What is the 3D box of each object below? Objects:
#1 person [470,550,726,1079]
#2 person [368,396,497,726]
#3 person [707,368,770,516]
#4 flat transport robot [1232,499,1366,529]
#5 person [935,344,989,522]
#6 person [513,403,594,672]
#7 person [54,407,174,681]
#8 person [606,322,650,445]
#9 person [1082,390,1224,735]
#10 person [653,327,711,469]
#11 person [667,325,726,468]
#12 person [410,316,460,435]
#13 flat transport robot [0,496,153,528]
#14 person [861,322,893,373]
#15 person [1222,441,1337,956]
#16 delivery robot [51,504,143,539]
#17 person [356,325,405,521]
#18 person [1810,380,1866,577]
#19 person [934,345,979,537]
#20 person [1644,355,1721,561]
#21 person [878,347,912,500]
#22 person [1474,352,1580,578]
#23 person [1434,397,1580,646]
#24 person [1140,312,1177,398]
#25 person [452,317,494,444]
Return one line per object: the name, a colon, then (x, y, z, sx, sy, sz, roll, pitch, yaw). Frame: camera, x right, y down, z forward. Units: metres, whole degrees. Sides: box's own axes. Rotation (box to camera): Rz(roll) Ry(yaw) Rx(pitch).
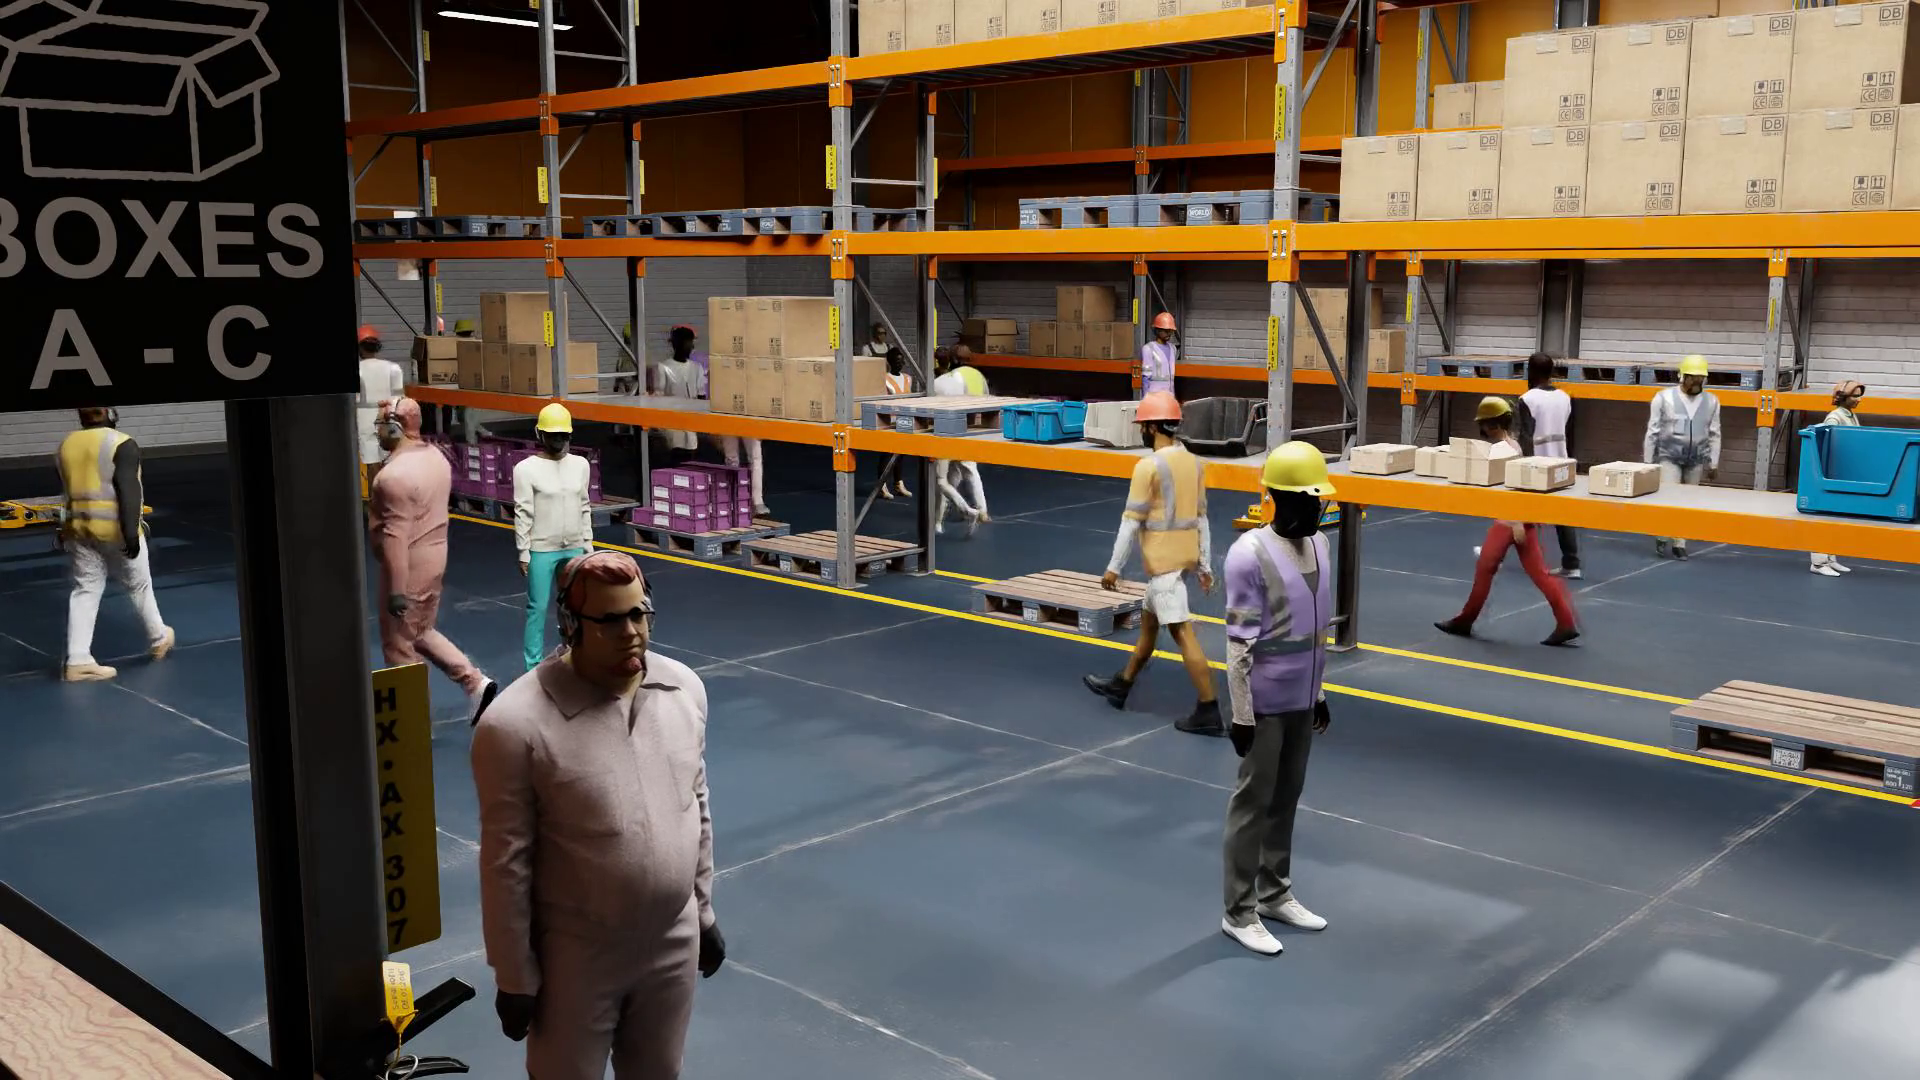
person: (-0.828, 0.964, 4.016, 0.403, 1.906, 0.651, 9, 13, 43)
person: (-2.904, 0.169, 8.918, 0.617, 1.893, 0.659, 1, 9, 7)
person: (-2.308, -1.209, 17.202, 0.644, 1.947, 0.537, 1, 9, 6)
flat transport robot: (3.385, -0.262, 16.528, 0.652, 0.197, 1.431, 9, 13, 43)
person: (-0.039, -1.099, 17.014, 0.980, 1.784, 0.632, 7, 11, 35)
person: (-2.417, 0.059, 9.994, 0.324, 1.765, 0.533, 9, 13, 43)
person: (-5.387, -0.039, 10.573, 0.688, 1.774, 0.941, 2, 10, 14)
person: (-4.857, -2.271, 24.228, 0.903, 1.772, 0.639, -9, 13, -42)
person: (1.106, 0.110, 9.315, 1.038, 1.872, 0.551, 7, 12, 38)
person: (-2.871, -1.259, 17.478, 0.560, 1.952, 0.645, 9, 13, 42)
person: (-3.218, -1.701, 20.443, 0.941, 1.891, 0.592, -3, 10, -16)
person: (-6.459, -1.772, 20.524, 0.394, 1.990, 0.622, 9, 13, 43)
flat transport robot: (-9.076, -0.321, 16.894, 0.652, 0.197, 1.431, 9, 13, 43)
person: (-1.058, -2.114, 23.186, 0.512, 1.813, 0.869, -7, 12, -36)
person: (1.227, 0.582, 6.290, 0.382, 1.924, 0.594, 9, 13, 43)
delivery robot: (-7.874, -0.229, 15.175, 0.477, 0.478, 0.707, 9, 13, 43)
person: (-5.862, -1.111, 16.445, 0.639, 1.996, 1.001, -9, 13, -43)
person: (7.350, -0.518, 13.923, 0.310, 1.636, 0.523, 9, 13, 43)
person: (-0.101, -0.938, 15.877, 0.798, 1.847, 0.520, 9, 13, 43)
person: (6.326, -0.713, 14.560, 0.630, 1.815, 0.429, 1, 9, 4)
person: (-0.724, -1.304, 18.551, 0.317, 1.698, 0.540, 9, 13, 43)
person: (4.847, -0.638, 13.976, 0.625, 1.861, 1.031, -5, 11, -30)
person: (3.817, -0.132, 11.406, 0.978, 1.686, 0.528, 6, 11, 34)
person: (2.416, -1.701, 19.943, 0.389, 2.039, 0.614, 9, 13, 43)
person: (-6.620, -2.062, 22.547, 0.618, 1.911, 0.575, 9, 13, 42)
